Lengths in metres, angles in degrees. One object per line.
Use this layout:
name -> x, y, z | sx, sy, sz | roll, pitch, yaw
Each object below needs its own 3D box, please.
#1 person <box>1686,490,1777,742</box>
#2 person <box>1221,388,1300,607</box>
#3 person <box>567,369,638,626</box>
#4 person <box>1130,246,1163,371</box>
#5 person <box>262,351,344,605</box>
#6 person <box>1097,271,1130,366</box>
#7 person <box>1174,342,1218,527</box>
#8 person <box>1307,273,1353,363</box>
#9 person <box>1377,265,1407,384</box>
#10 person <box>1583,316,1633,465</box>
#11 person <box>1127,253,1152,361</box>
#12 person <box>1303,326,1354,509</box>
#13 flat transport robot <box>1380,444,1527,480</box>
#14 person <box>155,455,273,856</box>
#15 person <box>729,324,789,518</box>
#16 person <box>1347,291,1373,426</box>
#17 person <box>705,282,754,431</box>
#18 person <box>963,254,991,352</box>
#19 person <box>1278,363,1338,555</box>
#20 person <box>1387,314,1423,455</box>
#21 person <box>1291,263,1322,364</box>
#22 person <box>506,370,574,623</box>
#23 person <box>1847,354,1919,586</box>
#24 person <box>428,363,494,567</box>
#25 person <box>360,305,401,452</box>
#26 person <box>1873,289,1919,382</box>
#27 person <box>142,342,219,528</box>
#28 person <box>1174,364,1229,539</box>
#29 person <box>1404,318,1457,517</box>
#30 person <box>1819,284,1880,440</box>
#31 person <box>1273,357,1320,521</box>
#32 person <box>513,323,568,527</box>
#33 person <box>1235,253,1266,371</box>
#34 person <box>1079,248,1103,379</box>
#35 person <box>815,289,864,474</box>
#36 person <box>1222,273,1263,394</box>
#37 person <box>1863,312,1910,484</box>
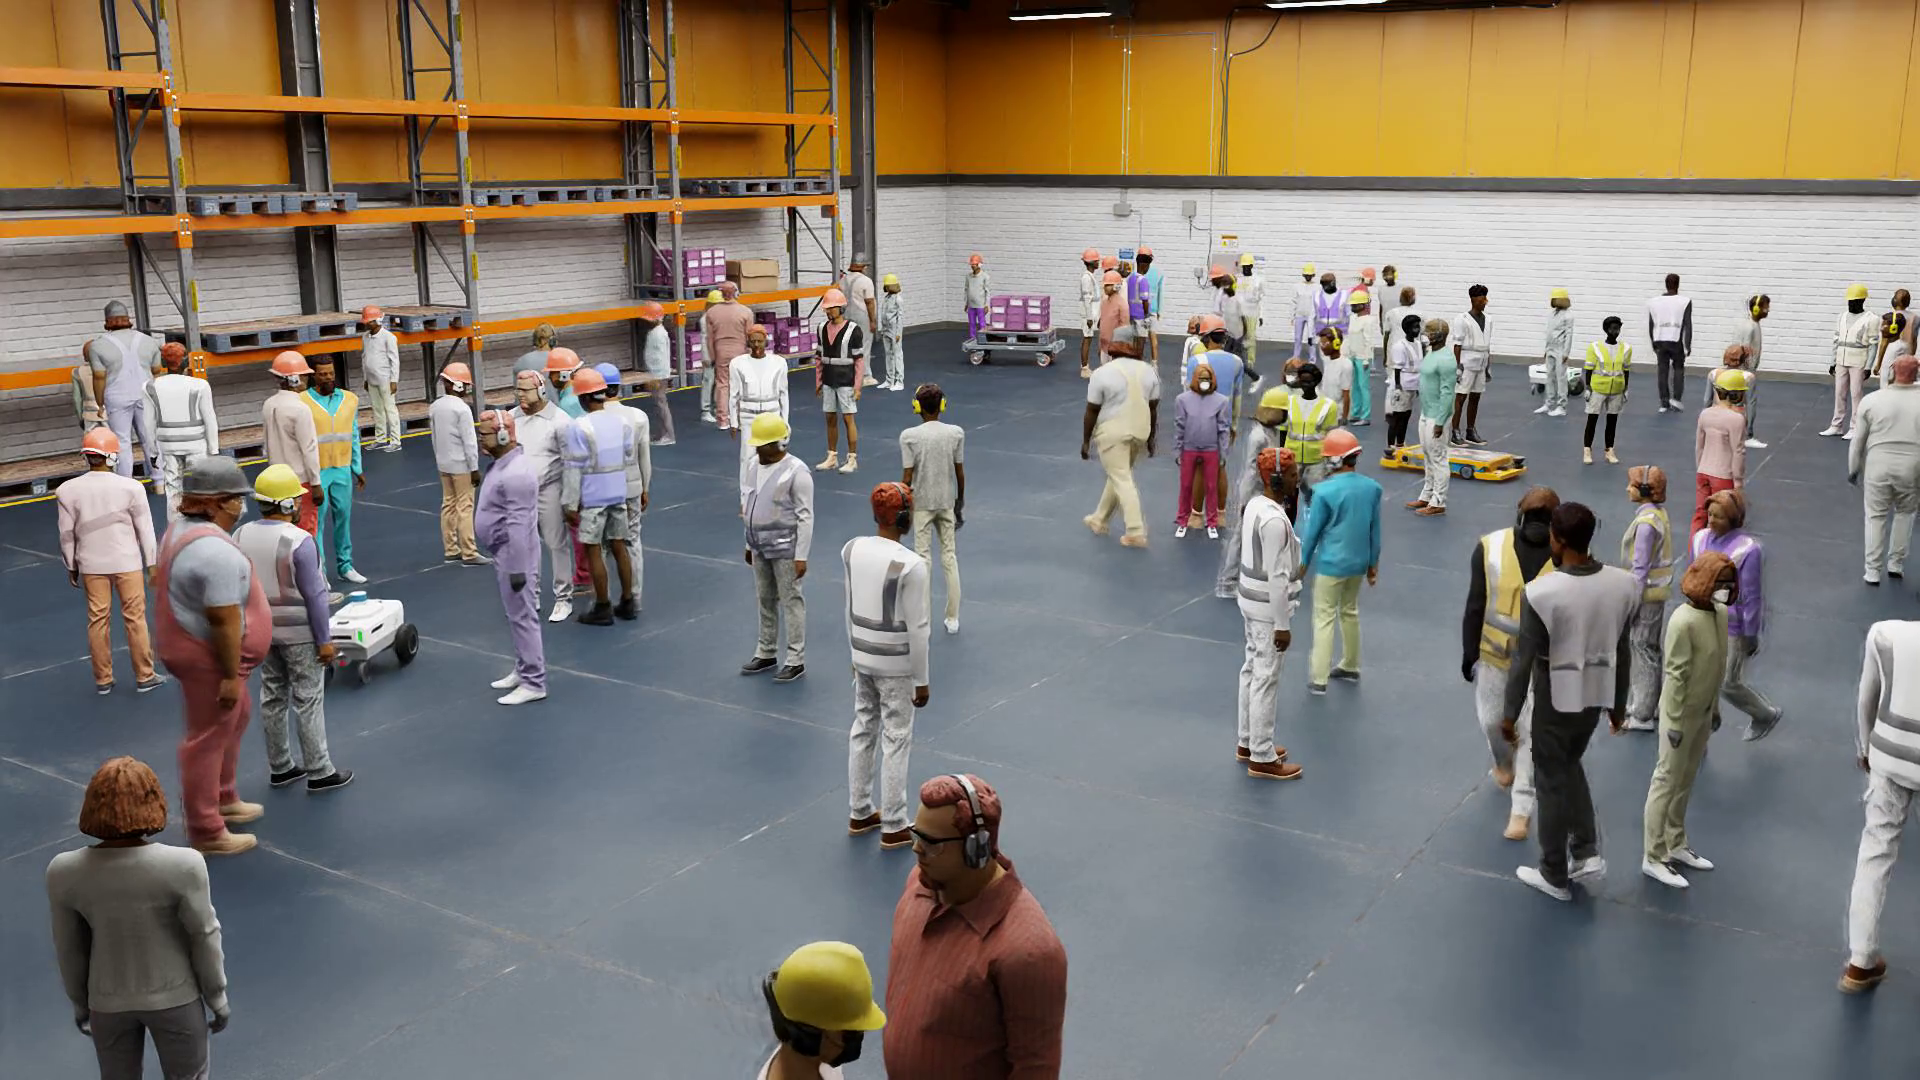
person -> 4.463, 0.483, 9.631 | 0.577, 1.612, 0.547 | -5, 14, -20
person -> 2.405, -0.331, 12.975 | 0.774, 1.704, 0.495 | 4, 14, 18
person -> -2.700, -0.320, 12.464 | 0.438, 1.923, 0.575 | 11, 17, 39
person -> 3.005, -3.758, 27.132 | 0.613, 2.034, 0.408 | -6, 14, -24
person -> -5.157, -0.474, 12.960 | 0.610, 1.996, 0.384 | 11, 17, 38
person -> 2.007, -2.553, 21.973 | 0.371, 1.997, 0.622 | -6, 14, -26
person -> 2.300, -1.005, 15.770 | 0.524, 1.768, 0.312 | 10, 17, 38
person -> 5.342, -2.950, 24.141 | 0.638, 1.795, 0.916 | 6, 14, 25
person -> 6.760, -3.377, 25.911 | 0.554, 1.832, 0.777 | 5, 14, 21
person -> 7.360, -1.702, 18.936 | 0.535, 1.700, 0.318 | 0, 13, -1
person -> 2.867, -3.576, 26.497 | 0.377, 1.959, 0.603 | -5, 14, -21
person -> 3.640, -1.157, 16.237 | 0.355, 1.859, 0.543 | -4, 14, -16
flat transport robot -> 5.489, -0.882, 18.510 | 1.431, 0.197, 0.652 | 12, 17, 41
person -> -3.741, 0.559, 8.383 | 0.553, 2.000, 0.709 | -11, 17, -40
person -> -1.947, -1.152, 16.145 | 0.583, 1.882, 0.337 | -3, 13, -12
person -> 5.194, -2.374, 21.731 | 0.349, 1.759, 0.522 | -3, 13, -14
person -> -2.911, -2.342, 21.313 | 0.672, 1.900, 0.465 | 2, 13, 9
person -> 0.290, -4.233, 29.793 | 0.572, 1.750, 0.330 | 10, 16, 37
person -> 3.051, -0.717, 14.669 | 0.535, 1.697, 0.318 | 6, 14, 23
person -> 5.144, -1.756, 19.174 | 0.319, 1.695, 0.539 | 11, 17, 40
person -> 5.685, -3.650, 27.270 | 0.528, 1.761, 0.339 | 6, 14, 23
person -> -3.192, -0.331, 12.538 | 0.650, 1.907, 0.409 | 5, 14, 20
person -> 7.652, -0.579, 13.641 | 0.669, 1.885, 0.655 | 7, 15, 26
person -> -4.284, -0.647, 14.261 | 0.560, 1.743, 0.341 | 11, 17, 40
person -> -6.917, -1.922, 19.777 | 0.572, 1.746, 0.345 | 8, 15, 31
person -> 11.740, -2.226, 20.888 | 0.506, 1.846, 0.351 | -1, 13, -6
person -> -6.800, -0.789, 14.572 | 0.587, 1.882, 0.341 | -3, 13, -11
person -> 2.207, -0.809, 15.238 | 0.497, 1.627, 0.301 | 1, 13, 6
person -> 4.622, -1.195, 16.211 | 0.371, 1.940, 0.627 | 0, 13, 1
person -> 11.043, -2.205, 20.624 | 0.382, 1.922, 0.594 | -5, 14, -21
person -> 3.167, -0.927, 15.743 | 0.534, 1.621, 0.443 | 9, 16, 34
person -> -3.896, -1.081, 15.731 | 0.629, 1.935, 0.379 | 4, 14, 18
person -> 4.648, -3.681, 27.018 | 0.588, 1.928, 0.384 | 6, 14, 24
person -> 2.062, -3.569, 26.276 | 0.369, 2.047, 0.607 | 1, 13, 6
person -> -1.361, -1.745, 18.370 | 0.614, 2.040, 0.390 | 8, 15, 31
person -> 4.055, -2.943, 24.053 | 0.667, 1.836, 0.525 | -6, 14, -25
person -> 9.882, -1.488, 17.673 | 0.343, 1.859, 0.507 | 9, 16, 34
